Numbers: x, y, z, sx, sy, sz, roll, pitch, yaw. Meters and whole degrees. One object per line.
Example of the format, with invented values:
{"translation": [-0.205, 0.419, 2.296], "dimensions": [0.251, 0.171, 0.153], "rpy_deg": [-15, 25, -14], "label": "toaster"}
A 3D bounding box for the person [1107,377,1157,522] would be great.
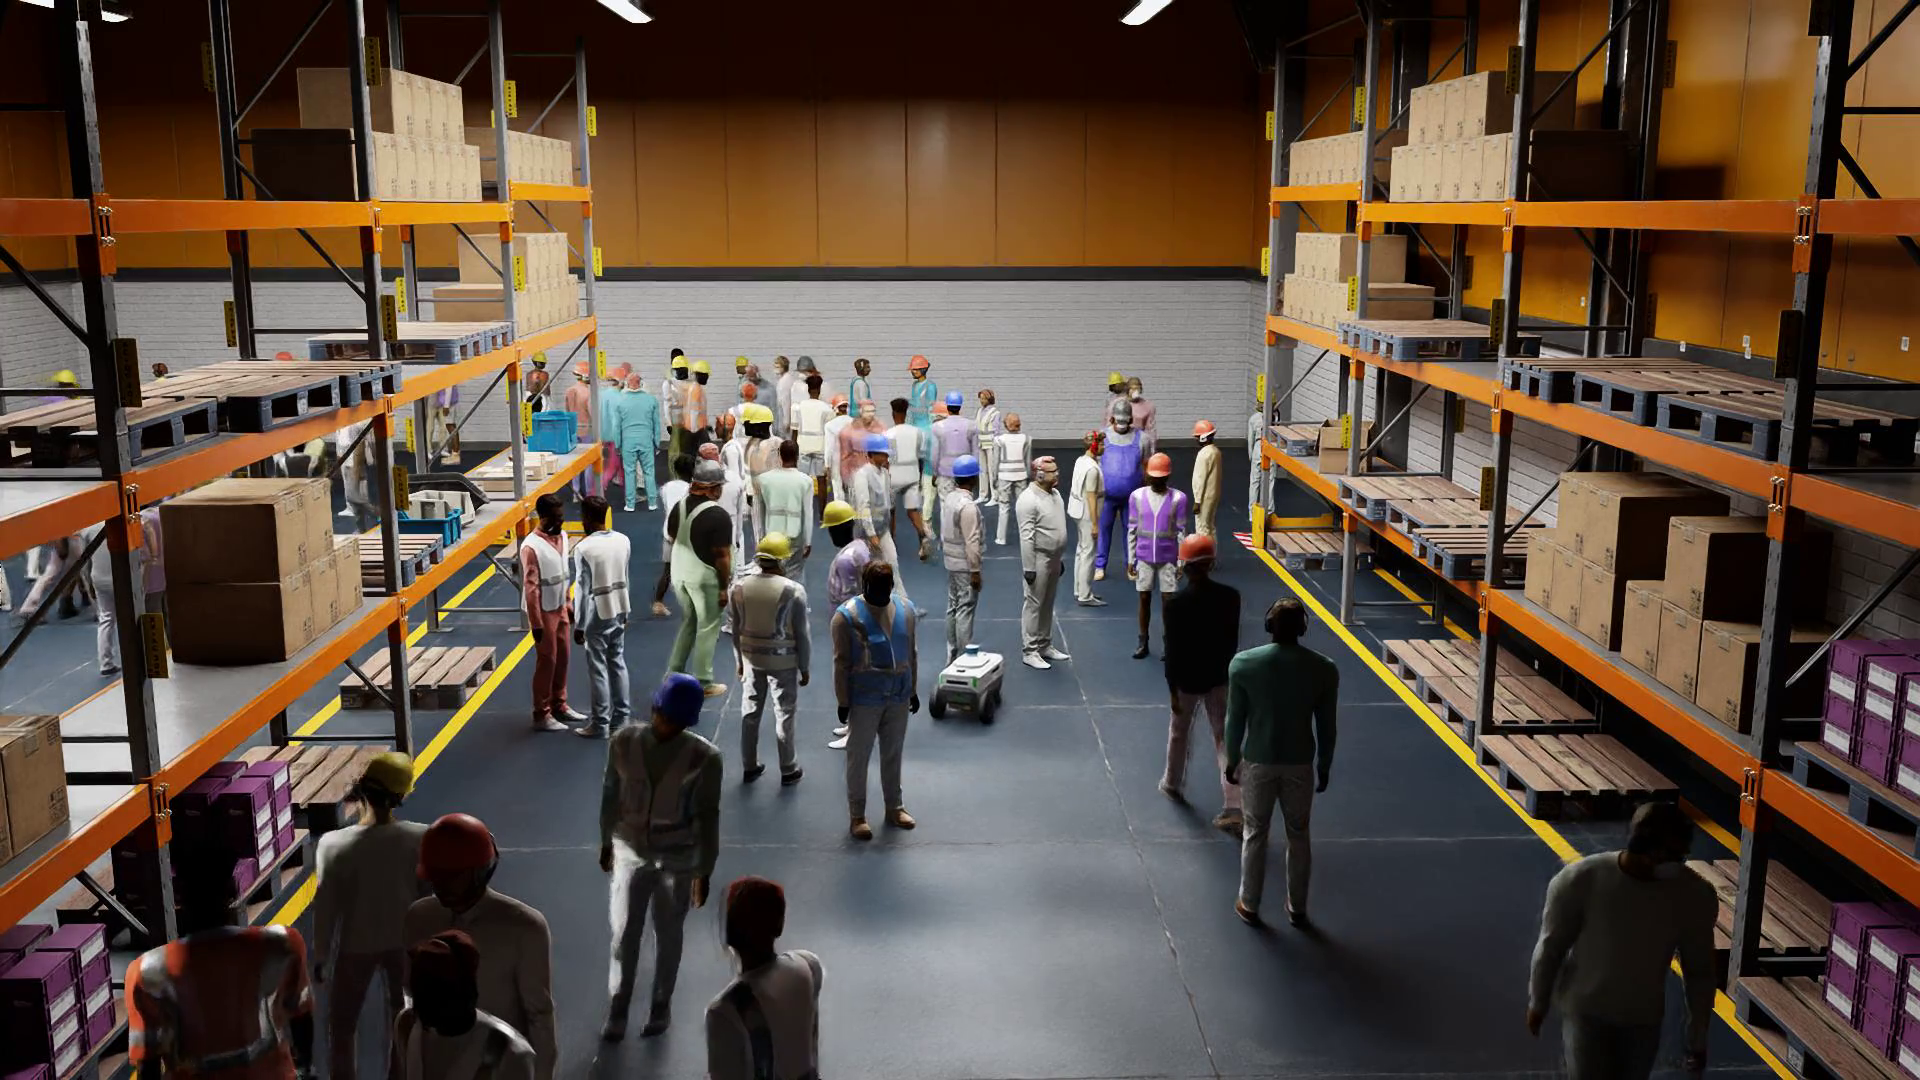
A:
{"translation": [2.264, -1.183, 21.871], "dimensions": [0.638, 1.921, 0.589], "rpy_deg": [-3, 12, -14], "label": "person"}

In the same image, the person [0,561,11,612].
{"translation": [-9.944, -0.032, 16.847], "dimensions": [0.343, 1.628, 0.586], "rpy_deg": [9, 15, 39], "label": "person"}

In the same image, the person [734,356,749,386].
{"translation": [-3.497, -2.110, 26.984], "dimensions": [0.321, 1.737, 0.485], "rpy_deg": [0, 11, -1], "label": "person"}

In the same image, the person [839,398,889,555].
{"translation": [-1.143, -0.783, 19.955], "dimensions": [0.649, 1.883, 0.611], "rpy_deg": [-5, 12, -23], "label": "person"}

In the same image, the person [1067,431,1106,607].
{"translation": [1.319, -0.223, 17.270], "dimensions": [0.392, 1.836, 0.561], "rpy_deg": [-1, 11, -7], "label": "person"}

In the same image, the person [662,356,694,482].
{"translation": [-4.181, -1.795, 24.912], "dimensions": [0.360, 1.930, 0.585], "rpy_deg": [8, 14, 34], "label": "person"}

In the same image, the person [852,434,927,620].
{"translation": [-0.841, -0.104, 16.515], "dimensions": [1.005, 1.897, 0.600], "rpy_deg": [7, 13, 31], "label": "person"}

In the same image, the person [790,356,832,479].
{"translation": [-2.158, -1.696, 24.137], "dimensions": [0.693, 2.000, 0.713], "rpy_deg": [7, 13, 30], "label": "person"}

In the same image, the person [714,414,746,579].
{"translation": [-2.523, -0.455, 18.307], "dimensions": [0.337, 1.882, 0.585], "rpy_deg": [-1, 11, -6], "label": "person"}

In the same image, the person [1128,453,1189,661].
{"translation": [1.798, 0.155, 15.150], "dimensions": [0.547, 1.930, 0.390], "rpy_deg": [3, 12, 16], "label": "person"}

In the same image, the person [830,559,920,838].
{"translation": [-0.535, 1.029, 10.974], "dimensions": [0.633, 1.843, 0.429], "rpy_deg": [-7, 13, -32], "label": "person"}

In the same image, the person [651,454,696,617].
{"translation": [-2.817, -0.052, 16.854], "dimensions": [0.532, 1.653, 0.833], "rpy_deg": [7, 13, 30], "label": "person"}

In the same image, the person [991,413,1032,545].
{"translation": [0.639, -0.741, 20.387], "dimensions": [0.522, 1.629, 0.316], "rpy_deg": [-3, 12, -14], "label": "person"}

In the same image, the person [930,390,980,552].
{"translation": [-0.062, -0.821, 19.984], "dimensions": [0.603, 1.948, 0.385], "rpy_deg": [-2, 11, -10], "label": "person"}

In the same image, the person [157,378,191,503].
{"translation": [-10.315, -1.160, 21.745], "dimensions": [0.588, 1.923, 0.383], "rpy_deg": [0, 11, 1], "label": "person"}

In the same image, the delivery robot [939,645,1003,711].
{"translation": [0.095, 1.104, 13.601], "dimensions": [0.477, 0.478, 0.707], "rpy_deg": [4, 12, 19], "label": "delivery robot"}

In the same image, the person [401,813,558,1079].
{"translation": [-1.762, 1.935, 6.075], "dimensions": [0.616, 1.986, 0.407], "rpy_deg": [3, 12, 15], "label": "person"}

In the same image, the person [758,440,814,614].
{"translation": [-1.726, -0.056, 16.407], "dimensions": [0.604, 1.866, 1.048], "rpy_deg": [2, 11, 11], "label": "person"}

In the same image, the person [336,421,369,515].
{"translation": [-8.242, -1.197, 22.412], "dimensions": [0.321, 1.738, 0.486], "rpy_deg": [4, 12, 18], "label": "person"}

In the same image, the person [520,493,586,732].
{"translation": [-3.257, 0.564, 13.147], "dimensions": [0.386, 1.904, 0.603], "rpy_deg": [3, 12, 14], "label": "person"}

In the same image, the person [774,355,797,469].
{"translation": [-2.590, -1.836, 25.147], "dimensions": [0.384, 1.927, 0.676], "rpy_deg": [1, 11, 3], "label": "person"}

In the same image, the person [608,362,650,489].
{"translation": [-4.916, -1.704, 24.650], "dimensions": [0.657, 1.853, 0.896], "rpy_deg": [-4, 12, -20], "label": "person"}

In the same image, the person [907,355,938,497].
{"translation": [-0.554, -1.629, 23.834], "dimensions": [0.407, 2.036, 0.609], "rpy_deg": [-7, 13, -30], "label": "person"}

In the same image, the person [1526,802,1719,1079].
{"translation": [2.588, 1.881, 6.549], "dimensions": [0.646, 1.894, 0.669], "rpy_deg": [0, 11, -1], "label": "person"}

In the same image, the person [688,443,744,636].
{"translation": [-2.362, 0.017, 15.900], "dimensions": [0.406, 1.902, 0.636], "rpy_deg": [11, 15, 42], "label": "person"}

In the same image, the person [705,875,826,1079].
{"translation": [-0.672, 2.065, 5.705], "dimensions": [0.346, 1.877, 0.609], "rpy_deg": [6, 13, 29], "label": "person"}

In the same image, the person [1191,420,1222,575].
{"translation": [2.763, -0.487, 18.831], "dimensions": [0.354, 1.738, 0.575], "rpy_deg": [6, 13, 26], "label": "person"}

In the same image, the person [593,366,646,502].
{"translation": [-4.790, -1.414, 22.973], "dimensions": [0.656, 1.955, 0.970], "rpy_deg": [11, 15, 43], "label": "person"}

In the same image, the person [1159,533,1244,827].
{"translation": [1.647, 0.933, 11.220], "dimensions": [0.591, 1.948, 1.034], "rpy_deg": [-3, 12, -13], "label": "person"}

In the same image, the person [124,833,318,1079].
{"translation": [-2.651, 1.970, 6.052], "dimensions": [0.607, 1.917, 0.975], "rpy_deg": [-5, 12, -22], "label": "person"}

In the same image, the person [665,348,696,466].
{"translation": [-4.449, -2.112, 26.566], "dimensions": [0.584, 1.911, 0.391], "rpy_deg": [6, 13, 29], "label": "person"}

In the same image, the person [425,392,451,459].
{"translation": [-8.673, -2.148, 27.473], "dimensions": [0.318, 1.619, 0.510], "rpy_deg": [7, 13, 33], "label": "person"}
